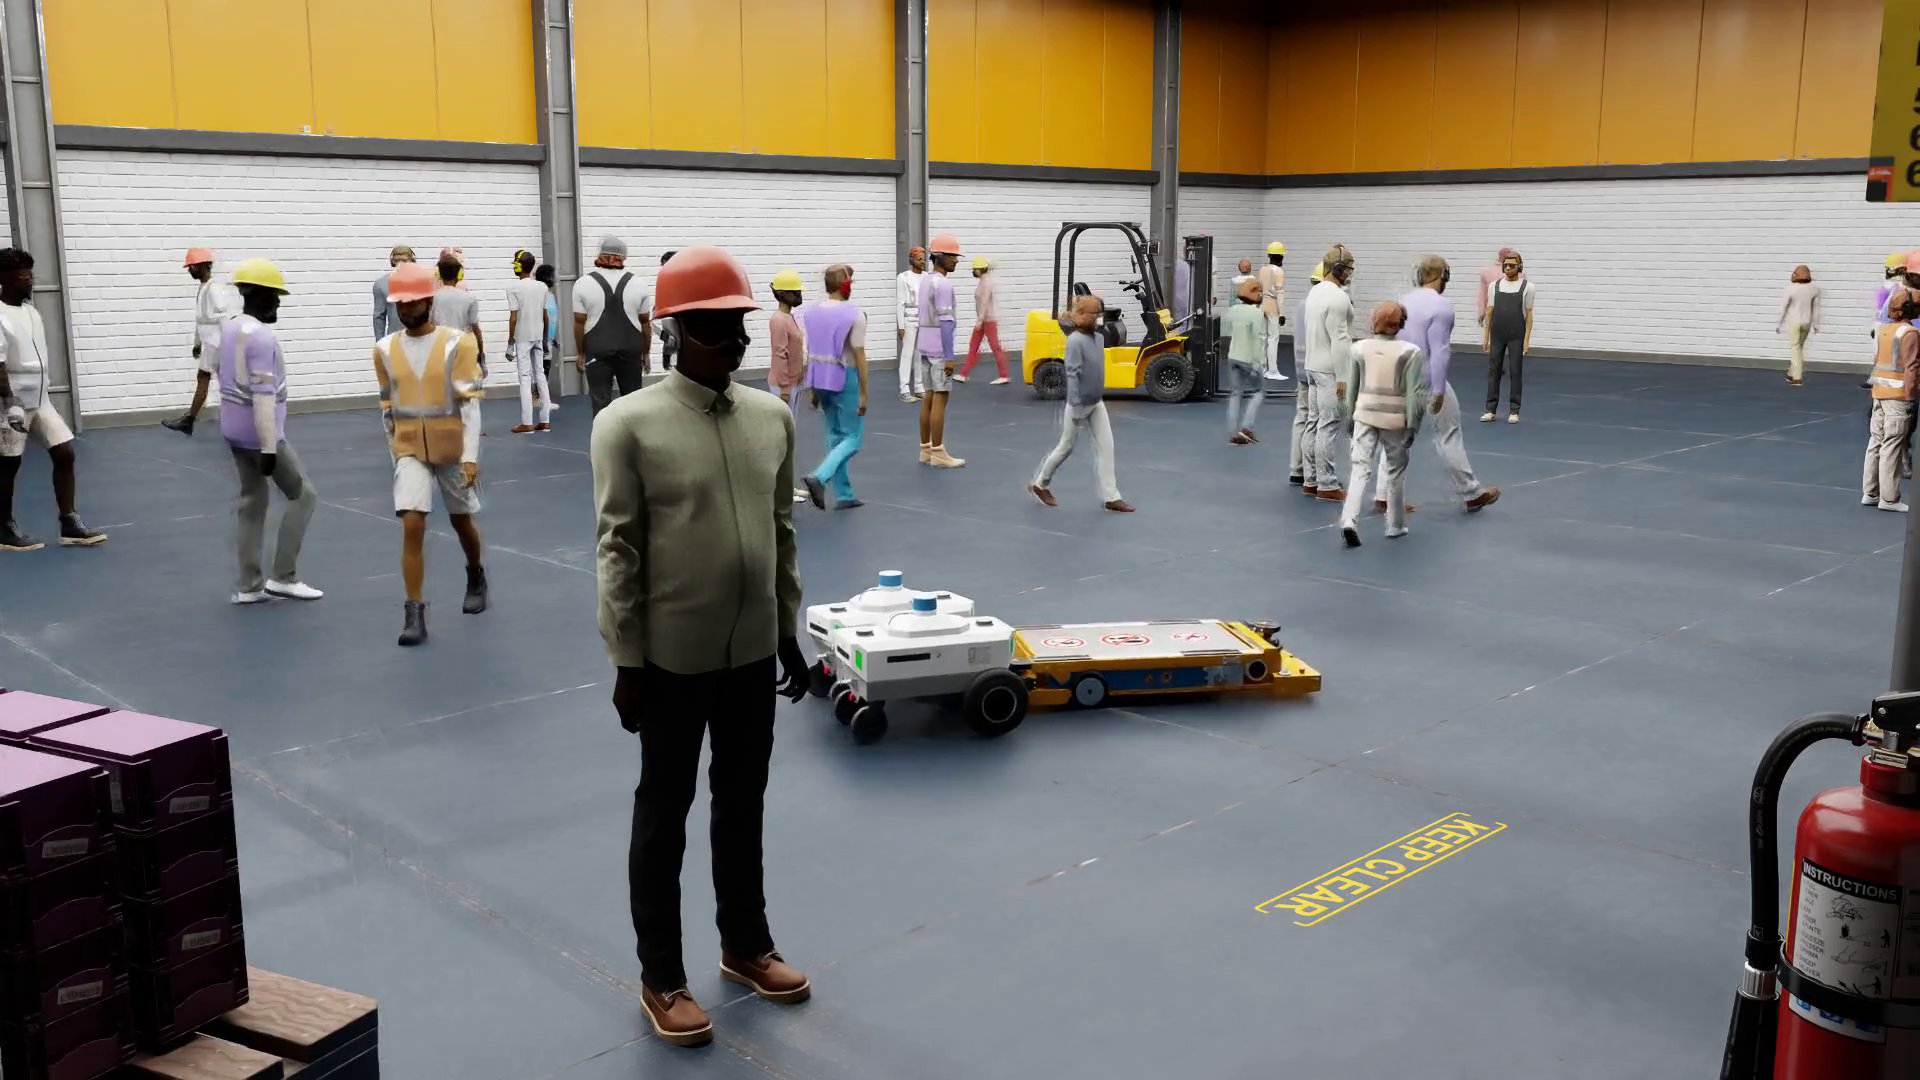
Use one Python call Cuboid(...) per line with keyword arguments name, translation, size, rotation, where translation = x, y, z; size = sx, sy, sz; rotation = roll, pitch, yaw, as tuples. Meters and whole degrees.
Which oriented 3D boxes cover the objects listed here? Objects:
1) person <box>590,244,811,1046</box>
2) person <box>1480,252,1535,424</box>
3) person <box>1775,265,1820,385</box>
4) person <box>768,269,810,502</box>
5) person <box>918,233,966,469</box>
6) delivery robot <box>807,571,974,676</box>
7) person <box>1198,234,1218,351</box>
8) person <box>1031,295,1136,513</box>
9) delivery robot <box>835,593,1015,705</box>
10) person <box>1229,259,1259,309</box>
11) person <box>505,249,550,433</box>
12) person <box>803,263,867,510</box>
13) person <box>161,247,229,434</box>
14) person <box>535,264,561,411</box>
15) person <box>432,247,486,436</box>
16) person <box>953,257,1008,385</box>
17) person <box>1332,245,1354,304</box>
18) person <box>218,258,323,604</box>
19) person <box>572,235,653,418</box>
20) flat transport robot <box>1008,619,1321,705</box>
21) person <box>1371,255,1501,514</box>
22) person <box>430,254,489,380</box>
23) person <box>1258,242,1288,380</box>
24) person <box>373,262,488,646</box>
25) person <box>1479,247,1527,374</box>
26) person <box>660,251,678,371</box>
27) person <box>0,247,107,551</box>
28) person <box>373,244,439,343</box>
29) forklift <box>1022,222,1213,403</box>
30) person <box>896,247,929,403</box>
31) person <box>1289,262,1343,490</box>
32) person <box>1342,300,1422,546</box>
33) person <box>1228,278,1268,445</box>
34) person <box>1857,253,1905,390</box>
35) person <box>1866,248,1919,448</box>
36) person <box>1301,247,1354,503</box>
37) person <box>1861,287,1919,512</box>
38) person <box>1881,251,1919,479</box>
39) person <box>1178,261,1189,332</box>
Cuboid(name="person", translation=(-0.641, 0.259, 4.251), size=(0.376, 1.997, 0.612), rotation=(10, 14, 43))
Cuboid(name="person", translation=(5.915, -2.180, 17.965), size=(0.508, 1.846, 0.345), rotation=(6, 12, 30))
Cuboid(name="person", translation=(11.376, -2.932, 22.694), size=(0.523, 1.600, 0.752), rotation=(0, 10, -3))
Cuboid(name="person", translation=(-1.305, -1.175, 12.703), size=(0.310, 1.768, 0.533), rotation=(0, 10, 2))
Cuboid(name="person", translation=(-0.163, -1.646, 14.523), size=(0.394, 2.040, 0.610), rotation=(-4, 11, -19))
Cuboid(name="delivery robot", translation=(-0.304, 0.378, 7.280), size=(0.707, 0.478, 0.477), rotation=(-6, 12, -29))
Cuboid(name="person", translation=(4.183, -4.292, 28.946), size=(0.605, 2.044, 0.374), rotation=(3, 11, 17))
Cuboid(name="person", translation=(0.888, -1.009, 12.266), size=(0.841, 1.595, 0.514), rotation=(8, 13, 36))
Cuboid(name="delivery robot", translation=(-0.145, 0.463, 6.818), size=(0.707, 0.478, 0.477), rotation=(-4, 11, -19))
Cuboid(name="person", translation=(4.541, -3.648, 26.534), size=(0.513, 1.640, 0.311), rotation=(-1, 10, -8))
Cuboid(name="person", translation=(-4.439, -2.029, 17.062), size=(0.324, 1.876, 0.526), rotation=(8, 13, 37))
Cuboid(name="person", translation=(-0.920, -1.094, 12.101), size=(0.574, 1.823, 0.659), rotation=(8, 13, 37))
Cuboid(name="person", translation=(-7.757, -2.024, 16.991), size=(0.958, 1.886, 0.549), rotation=(-7, 12, -32))
Cuboid(name="person", translation=(-4.780, -2.347, 19.321), size=(0.474, 1.684, 0.547), rotation=(0, 10, 2))
Cuboid(name="person", translation=(-5.089, -1.985, 16.750), size=(0.637, 1.904, 0.403), rotation=(10, 14, 43))
Cuboid(name="person", translation=(0.256, -2.952, 22.494), size=(0.879, 1.722, 0.540), rotation=(-3, 11, -15))
Cuboid(name="person", translation=(6.566, -4.212, 29.029), size=(0.589, 1.860, 0.739), rotation=(1, 10, 5))
Cuboid(name="person", translation=(-3.789, -0.587, 9.149), size=(0.559, 1.896, 0.581), rotation=(-10, 14, -44))
Cuboid(name="person", translation=(-3.096, -1.701, 14.820), size=(0.698, 2.000, 0.542), rotation=(-3, 11, -18))
Cuboid(name="flat transport robot", translation=(0.822, 0.535, 7.456), size=(1.431, 0.197, 0.652), rotation=(-2, 10, -9))
Cuboid(name="person", translation=(3.448, -1.124, 12.126), size=(0.986, 1.876, 0.639), rotation=(-3, 11, -18))
Cuboid(name="person", translation=(-4.465, -1.597, 14.760), size=(0.526, 1.855, 0.376), rotation=(0, 10, -2))
Cuboid(name="person", translation=(4.393, -3.213, 23.371), size=(0.369, 1.928, 0.586), rotation=(-4, 11, -21))
Cuboid(name="person", translation=(-2.700, -0.474, 8.544), size=(0.546, 1.897, 0.970), rotation=(0, 10, -3))
Cuboid(name="person", translation=(7.760, -3.257, 23.807), size=(0.656, 1.867, 0.962), rotation=(7, 12, 33))
Cuboid(name="person", translation=(-2.539, -1.778, 15.688), size=(0.722, 1.872, 0.609), rotation=(-7, 13, -35))
Cuboid(name="person", translation=(-5.885, -0.880, 10.600), size=(0.773, 1.941, 0.616), rotation=(2, 11, 9))
Cuboid(name="person", translation=(-5.400, -1.917, 16.279), size=(0.635, 1.936, 0.355), rotation=(-2, 11, -11))
Cuboid(name="forklift", translation=(1.935, -2.847, 20.651), size=(2.313, 2.155, 1.214), rotation=(2, 11, 13))
Cuboid(name="person", translation=(-0.528, -2.618, 20.246), size=(0.578, 1.882, 0.346), rotation=(-9, 14, -41))
Cuboid(name="person", translation=(2.881, -1.308, 13.266), size=(0.403, 1.825, 0.604), rotation=(-5, 12, -25))
Cuboid(name="person", translation=(2.744, -0.769, 10.923), size=(0.524, 1.604, 0.813), rotation=(7, 12, 32))
Cuboid(name="person", translation=(2.775, -1.716, 16.073), size=(0.407, 1.613, 0.494), rotation=(-7, 13, -34))
Cuboid(name="person", translation=(12.027, -2.799, 21.471), size=(0.608, 1.802, 0.830), rotation=(-5, 12, -26))
Cuboid(name="person", translation=(9.085, -1.866, 16.079), size=(0.541, 1.910, 0.671), rotation=(2, 11, 13))
Cuboid(name="person", translation=(2.817, -1.255, 12.680), size=(0.373, 1.935, 0.628), rotation=(-2, 11, -9))
Cuboid(name="person", translation=(6.894, -1.031, 12.254), size=(0.311, 1.642, 0.512), rotation=(1, 10, 5))
Cuboid(name="person", translation=(8.082, -1.495, 14.103), size=(0.549, 1.906, 0.955), rotation=(3, 11, 14))
Cuboid(name="person", translation=(3.823, -3.916, 27.314), size=(0.427, 1.887, 0.662), rotation=(-3, 11, -13))
